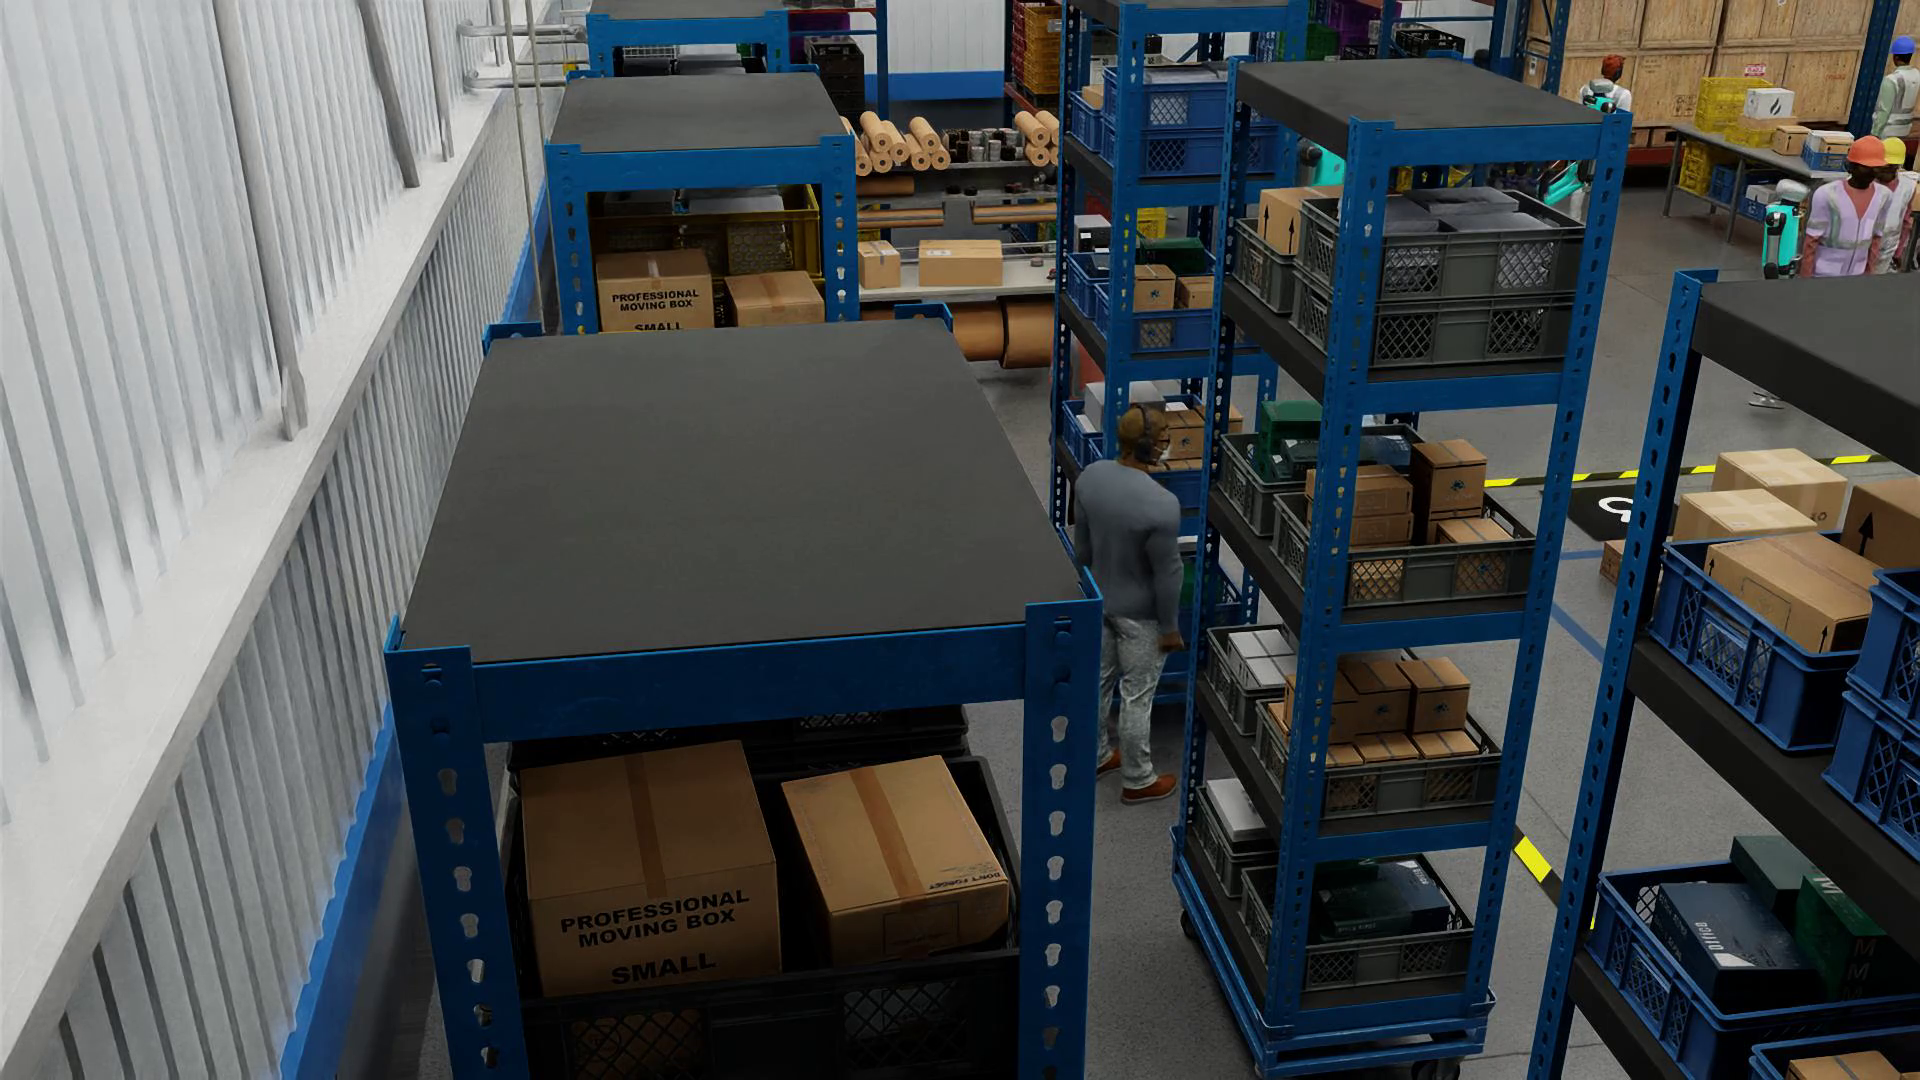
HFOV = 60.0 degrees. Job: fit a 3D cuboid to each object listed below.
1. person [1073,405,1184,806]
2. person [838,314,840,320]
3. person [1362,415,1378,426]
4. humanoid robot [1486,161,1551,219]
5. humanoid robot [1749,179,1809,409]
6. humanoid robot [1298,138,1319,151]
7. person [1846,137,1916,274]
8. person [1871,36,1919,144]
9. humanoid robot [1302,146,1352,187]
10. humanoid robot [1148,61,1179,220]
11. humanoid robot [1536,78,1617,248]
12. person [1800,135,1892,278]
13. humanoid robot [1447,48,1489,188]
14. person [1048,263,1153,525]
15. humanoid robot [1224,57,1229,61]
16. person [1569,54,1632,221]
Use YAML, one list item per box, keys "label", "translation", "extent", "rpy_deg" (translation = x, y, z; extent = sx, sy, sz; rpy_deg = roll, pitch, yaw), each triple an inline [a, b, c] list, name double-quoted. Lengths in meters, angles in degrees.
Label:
- label: "person"
  translation: [0.773, 0.305, 7.644]
  extent: [0.375, 1.936, 0.627]
  rpy_deg: [-18, 30, -34]
- label: "person"
  translation: [-1.065, -0.976, 10.560]
  extent: [0.622, 1.825, 0.573]
  rpy_deg: [-6, 25, -12]
- label: "person"
  translation: [1.808, 0.185, 8.002]
  extent: [0.588, 1.852, 0.369]
  rpy_deg: [-2, 25, -5]
- label: "humanoid robot"
  translation: [5.219, -3.245, 15.677]
  extent: [0.597, 1.646, 0.581]
  rpy_deg: [2, 25, 5]
- label: "humanoid robot"
  translation: [6.204, -1.778, 12.240]
  extent: [0.735, 1.681, 0.533]
  rpy_deg: [17, 30, 32]
- label: "humanoid robot"
  translation: [3.982, -4.598, 18.634]
  extent: [0.832, 1.853, 0.569]
  rpy_deg: [10, 27, 21]
- label: "person"
  translation: [7.414, -2.375, 13.592]
  extent: [0.599, 1.827, 0.404]
  rpy_deg: [3, 25, 6]
- label: "person"
  translation: [9.961, -4.377, 17.848]
  extent: [0.604, 1.912, 0.399]
  rpy_deg: [-15, 29, -29]
- label: "humanoid robot"
  translation: [3.056, -2.755, 14.671]
  extent: [0.540, 1.897, 0.726]
  rpy_deg: [-12, 27, -24]
- label: "humanoid robot"
  translation: [2.094, -4.168, 17.633]
  extent: [0.545, 1.734, 1.042]
  rpy_deg: [-17, 30, -32]
- label: "humanoid robot"
  translation: [5.984, -3.686, 16.438]
  extent: [0.742, 1.689, 0.533]
  rpy_deg: [-2, 25, -4]
- label: "person"
  translation: [6.660, -2.033, 12.597]
  extent: [0.604, 2.045, 0.383]
  rpy_deg: [-2, 25, -4]
- label: "humanoid robot"
  translation: [5.930, -4.792, 19.089]
  extent: [0.610, 1.637, 0.761]
  rpy_deg: [-8, 26, -16]
- label: "person"
  translation: [0.813, -0.682, 9.758]
  extent: [0.606, 1.959, 0.376]
  rpy_deg: [1, 25, 3]
- label: "humanoid robot"
  translation: [2.911, -4.537, 18.466]
  extent: [0.588, 1.636, 0.388]
  rpy_deg: [-18, 30, -34]
- label: "person"
  translation: [6.594, -4.043, 17.154]
  extent: [0.343, 1.882, 0.585]
  rpy_deg: [-20, 31, -36]
